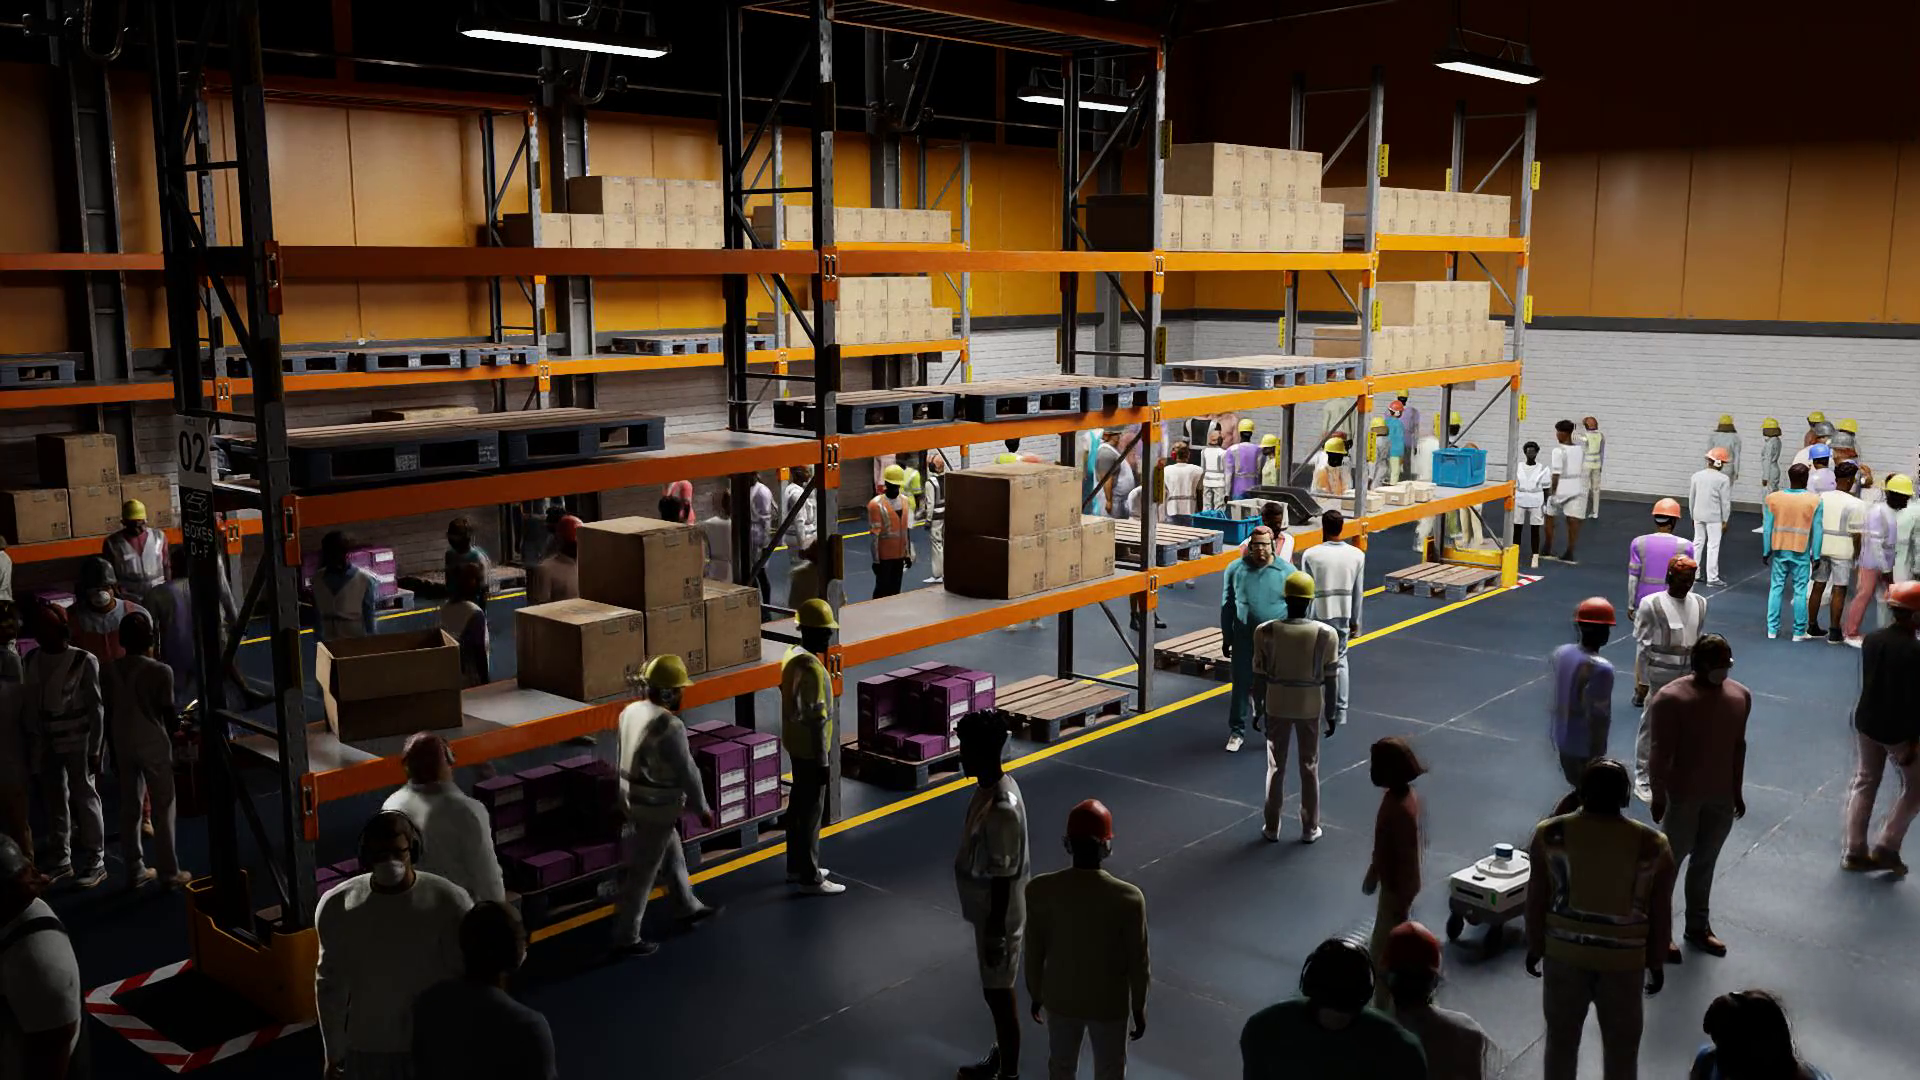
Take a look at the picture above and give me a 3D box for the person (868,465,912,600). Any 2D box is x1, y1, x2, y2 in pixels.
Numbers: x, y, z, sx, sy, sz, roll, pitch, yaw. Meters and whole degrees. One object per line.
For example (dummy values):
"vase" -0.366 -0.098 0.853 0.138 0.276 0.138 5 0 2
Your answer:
"person" -0.723 0.148 17.761 0.390 1.920 0.590 8 12 39

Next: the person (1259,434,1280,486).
"person" 4.172 -0.546 22.395 0.344 1.759 0.534 0 10 1

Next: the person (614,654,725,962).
"person" -1.695 1.547 9.789 0.886 1.785 0.595 -7 12 -35

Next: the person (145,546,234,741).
"person" -6.149 0.971 13.177 0.682 1.825 0.544 -8 12 -39

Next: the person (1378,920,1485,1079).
"person" 1.641 2.239 5.925 0.571 1.710 0.790 -2 10 -13

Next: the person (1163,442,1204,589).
"person" 2.741 -0.297 20.678 0.560 1.836 0.393 0 10 -1

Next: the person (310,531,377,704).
"person" -5.007 0.865 13.554 0.591 1.904 0.447 2 10 10

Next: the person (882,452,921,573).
"person" -0.728 -0.429 21.932 0.554 1.671 0.635 4 10 25

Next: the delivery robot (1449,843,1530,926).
"delivery robot" 3.272 2.077 10.036 0.707 0.478 0.477 -8 12 -39

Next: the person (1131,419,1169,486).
"person" 3.094 -1.441 27.061 0.628 1.977 1.086 2 10 11

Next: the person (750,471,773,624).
"person" -2.338 -0.012 18.705 0.392 1.929 0.548 -9 13 -42

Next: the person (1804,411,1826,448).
"person" 13.191 -1.112 25.744 0.317 1.767 0.534 6 11 31

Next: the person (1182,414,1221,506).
"person" 3.698 -1.186 25.409 0.611 2.032 0.411 4 10 25

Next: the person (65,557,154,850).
"person" -5.937 1.121 11.594 0.673 2.000 0.535 -6 11 -33

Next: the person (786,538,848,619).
"person" -1.282 0.765 15.081 0.528 1.576 0.869 5 11 29

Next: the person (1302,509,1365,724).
"person" 3.257 0.685 14.613 0.598 1.906 0.404 -3 10 -15

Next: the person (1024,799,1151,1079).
"person" 0.562 1.988 7.278 0.560 1.750 0.329 3 10 18

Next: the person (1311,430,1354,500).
"person" 4.935 -0.520 21.890 0.475 1.868 0.597 -7 12 -36

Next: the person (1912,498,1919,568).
"person" 10.366 0.187 17.558 0.642 1.913 0.409 -1 10 -5

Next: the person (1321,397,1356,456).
"person" 6.631 -1.793 29.169 0.619 1.989 0.402 -1 10 -8

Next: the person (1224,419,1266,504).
"person" 3.892 -0.692 22.758 0.594 1.924 0.382 -2 10 -11

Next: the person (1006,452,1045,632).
"person" 0.729 0.018 18.312 0.622 1.992 0.396 -3 10 -15

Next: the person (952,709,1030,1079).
"person" 0.148 1.765 7.997 0.373 1.957 0.606 -1 10 -3

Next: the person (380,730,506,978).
"person" -2.430 1.832 7.875 0.708 1.878 0.478 6 11 31

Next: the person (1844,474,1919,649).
"person" 9.662 0.258 17.204 0.599 1.873 0.972 -4 10 -24

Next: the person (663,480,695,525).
"person" -3.440 -0.212 20.624 0.459 1.680 0.648 -9 13 -42

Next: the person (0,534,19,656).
"person" -8.764 0.687 15.110 0.324 1.732 0.492 -1 10 -9

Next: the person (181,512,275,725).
"person" -6.636 0.684 14.735 1.041 1.878 0.546 -8 13 -41

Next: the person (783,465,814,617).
"person" -1.796 0.022 18.626 0.355 1.883 0.575 -2 10 -12

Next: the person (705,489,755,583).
"person" -2.222 0.384 16.642 0.580 1.809 0.863 5 11 26

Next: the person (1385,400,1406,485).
"person" 7.280 -1.462 27.871 0.329 1.751 0.572 -3 10 -19

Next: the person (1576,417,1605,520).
"person" 9.924 -1.131 26.238 0.511 1.640 0.309 -3 10 -16

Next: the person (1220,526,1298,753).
"person" 2.475 0.824 13.767 0.642 1.908 0.407 2 10 10

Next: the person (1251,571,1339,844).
"person" 2.336 1.170 11.636 0.594 1.925 0.369 2 10 11

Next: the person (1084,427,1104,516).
"person" 2.094 -1.049 25.174 0.514 1.819 0.731 4 11 25

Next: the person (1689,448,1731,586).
"person" 9.448 -0.293 20.923 0.347 1.741 0.564 -4 10 -25

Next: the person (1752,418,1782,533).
"person" 12.140 -0.969 24.990 0.320 1.738 0.486 8 13 41

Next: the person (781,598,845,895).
"person" -0.956 1.323 10.732 0.371 1.923 0.594 -4 10 -22

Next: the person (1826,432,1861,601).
"person" 10.508 -0.291 20.022 0.539 2.000 0.688 4 11 25

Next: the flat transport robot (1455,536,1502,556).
"flat transport robot" 7.101 0.153 22.644 0.652 0.197 1.431 2 10 14

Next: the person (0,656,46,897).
"person" -6.052 1.465 10.417 0.574 1.746 0.347 -5 11 -25

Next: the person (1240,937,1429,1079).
"person" 1.249 2.194 5.659 0.629 1.899 0.941 3 10 17

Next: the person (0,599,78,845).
"person" -6.404 1.309 11.182 0.533 1.816 1.031 8 12 39
